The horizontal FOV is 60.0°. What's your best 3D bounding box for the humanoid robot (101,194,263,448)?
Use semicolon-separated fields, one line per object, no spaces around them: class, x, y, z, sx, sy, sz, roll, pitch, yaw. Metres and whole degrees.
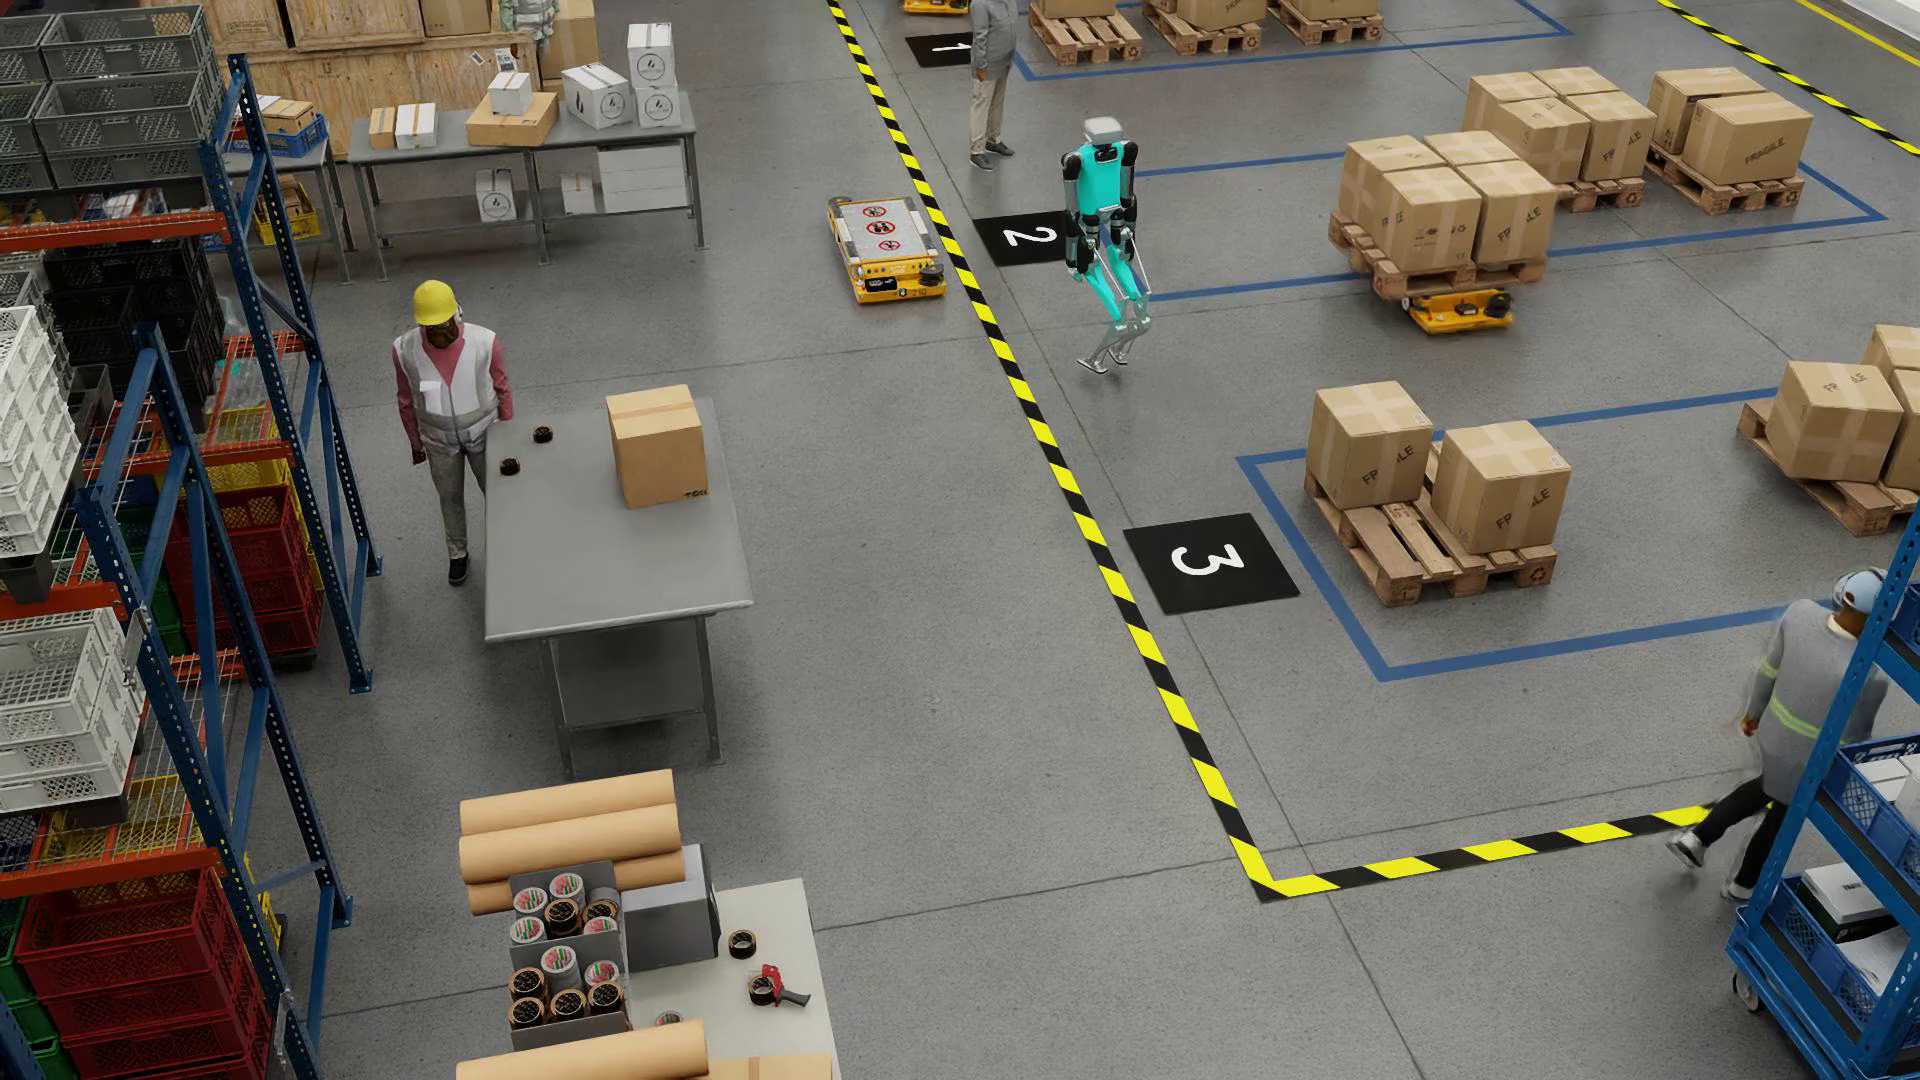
humanoid robot;-4.632;-1.375;10.142;0.536;1.721;0.955;21;41;25

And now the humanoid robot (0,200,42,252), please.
humanoid robot;-5.663;-1.474;10.378;0.614;1.642;0.611;-1;37;-1

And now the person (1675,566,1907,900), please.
person;3.566;0.866;7.075;0.507;1.837;0.599;-5;37;-7

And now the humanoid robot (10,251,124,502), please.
humanoid robot;-5.107;-1.020;9.581;0.533;1.677;0.735;10;38;13

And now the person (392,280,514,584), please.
person;-2.705;-0.580;9.022;0.588;1.834;0.403;-9;37;-11

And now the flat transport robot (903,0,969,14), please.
flat transport robot;-0.199;-5.831;17.367;0.652;0.197;1.431;3;37;3

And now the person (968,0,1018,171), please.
person;0.268;-3.932;13.581;0.397;1.766;0.570;19;41;24

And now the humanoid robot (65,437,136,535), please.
humanoid robot;-4.970;-0.701;9.336;0.670;1.618;0.586;-8;37;-11

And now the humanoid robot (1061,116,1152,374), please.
humanoid robot;1.000;-1.815;10.650;0.533;1.677;0.735;-18;40;-22

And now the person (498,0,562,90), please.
person;-3.552;-4.256;13.878;0.412;1.939;0.602;24;43;29

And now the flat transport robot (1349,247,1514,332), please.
flat transport robot;3.426;-1.971;12.180;0.652;0.197;1.431;-8;37;-10

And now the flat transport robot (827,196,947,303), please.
flat transport robot;-0.570;-2.220;12.538;0.659;0.231;1.431;-8;37;-10
